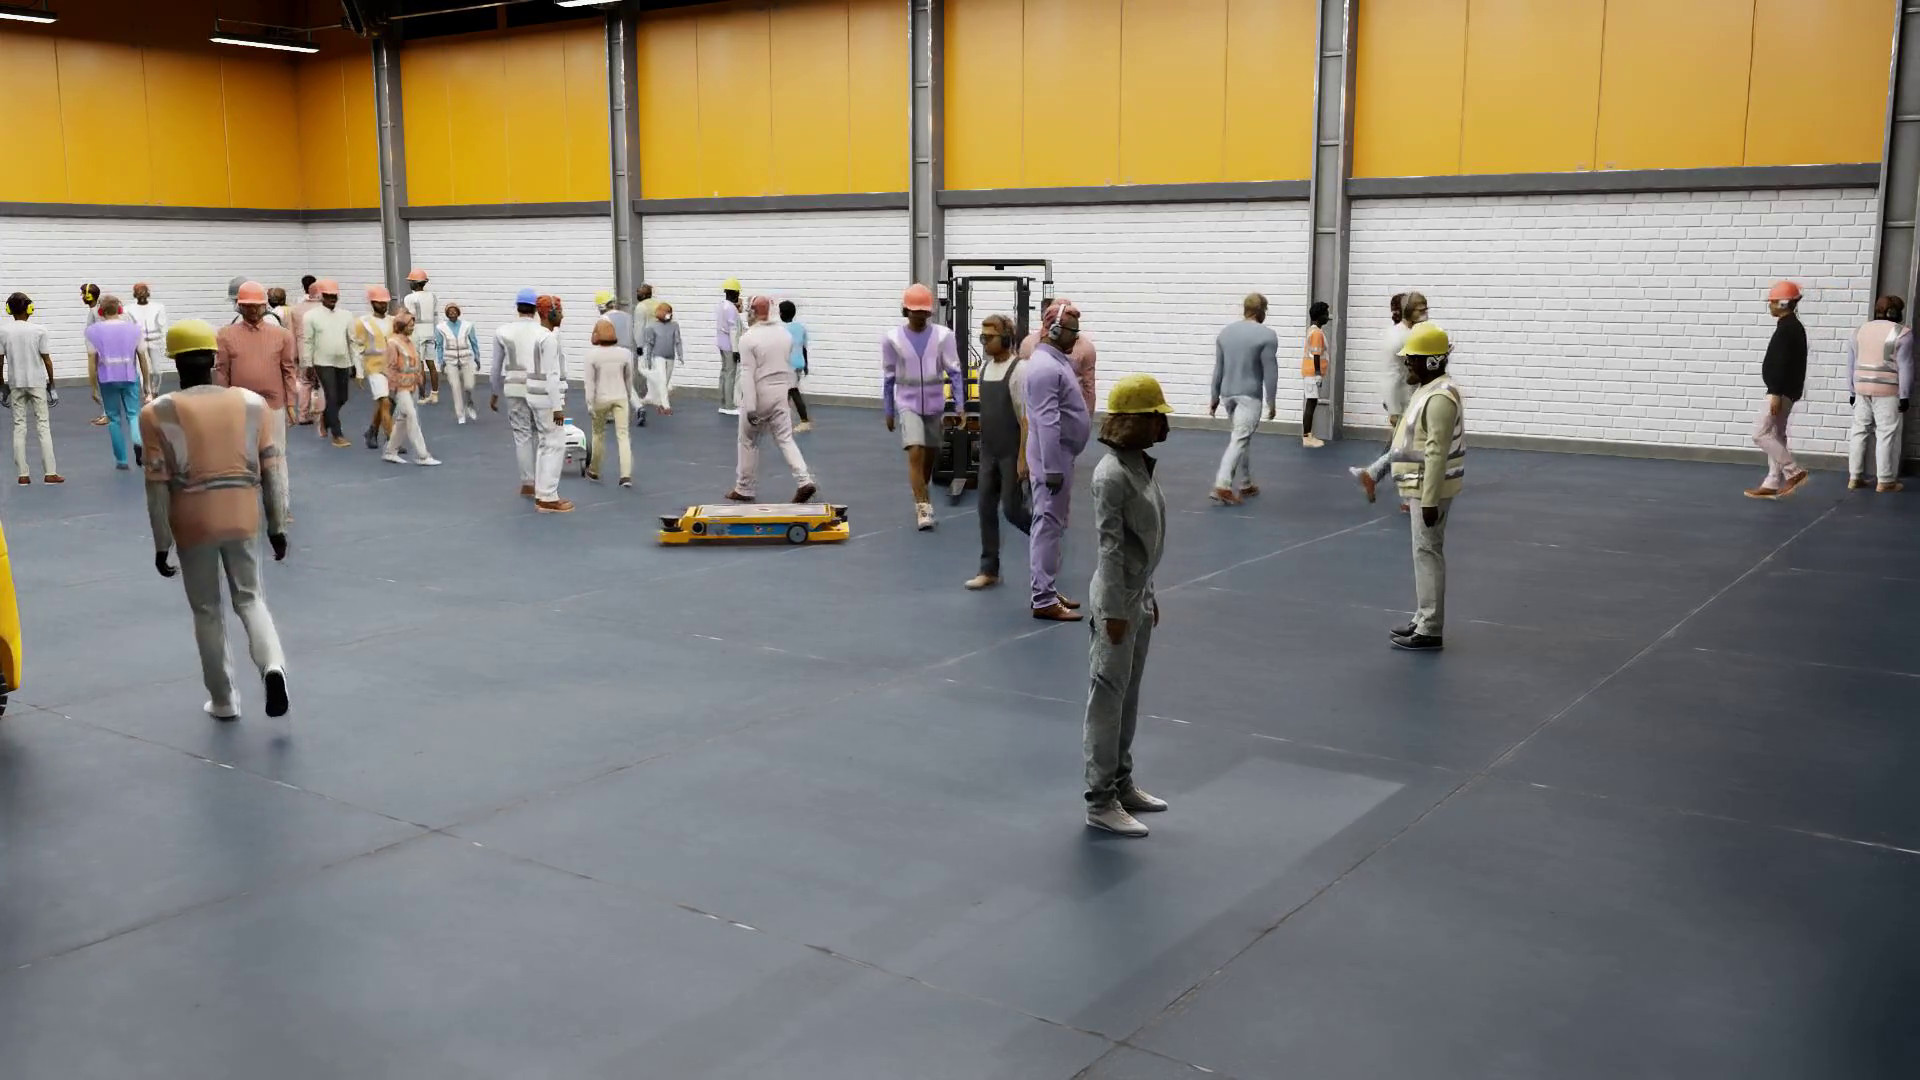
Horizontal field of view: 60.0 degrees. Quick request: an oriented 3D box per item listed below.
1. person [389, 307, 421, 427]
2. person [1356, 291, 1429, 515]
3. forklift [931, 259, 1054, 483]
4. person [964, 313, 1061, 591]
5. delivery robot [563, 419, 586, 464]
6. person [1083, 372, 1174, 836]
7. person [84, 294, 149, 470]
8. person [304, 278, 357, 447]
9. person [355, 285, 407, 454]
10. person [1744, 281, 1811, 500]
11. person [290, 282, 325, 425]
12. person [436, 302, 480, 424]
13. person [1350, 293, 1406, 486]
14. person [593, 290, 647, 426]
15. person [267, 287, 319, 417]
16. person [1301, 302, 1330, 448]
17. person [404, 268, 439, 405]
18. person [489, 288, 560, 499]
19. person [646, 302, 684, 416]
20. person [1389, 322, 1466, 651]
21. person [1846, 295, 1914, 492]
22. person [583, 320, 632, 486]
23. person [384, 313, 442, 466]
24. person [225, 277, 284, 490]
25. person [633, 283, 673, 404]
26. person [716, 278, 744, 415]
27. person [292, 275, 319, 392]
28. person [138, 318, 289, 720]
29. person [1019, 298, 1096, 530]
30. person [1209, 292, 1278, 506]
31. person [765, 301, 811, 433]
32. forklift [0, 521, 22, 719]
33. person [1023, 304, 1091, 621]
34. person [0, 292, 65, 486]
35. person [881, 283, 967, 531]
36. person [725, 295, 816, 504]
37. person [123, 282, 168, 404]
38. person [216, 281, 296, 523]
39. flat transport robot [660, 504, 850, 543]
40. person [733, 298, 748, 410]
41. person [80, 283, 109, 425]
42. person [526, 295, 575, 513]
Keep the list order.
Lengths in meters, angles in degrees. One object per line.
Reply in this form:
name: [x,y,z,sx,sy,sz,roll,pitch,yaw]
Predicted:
person: [-6.852,-2.053,20.381,0.510,1.606,0.751,-8,13,-40]
person: [3.748,-1.160,14.176,0.707,1.914,0.648,6,11,33]
forklift: [0.370,-1.738,16.759,1.214,2.155,2.313,1,10,3]
person: [0.335,-0.583,10.986,0.644,1.825,0.523,-9,13,-42]
delivery robot: [-3.986,-0.991,16.905,0.477,0.478,0.707,-3,10,-15]
person: [0.656,0.234,6.354,0.299,1.745,0.483,4,10,22]
person: [-8.635,-1.606,17.075,0.564,1.825,0.605,-7,12,-36]
person: [-7.438,-2.097,19.595,0.845,1.972,0.625,8,13,41]
person: [-6.580,-1.939,18.857,0.952,1.907,0.551,9,13,42]
person: [7.379,-1.329,14.950,0.453,1.982,0.653,6,11,33]
person: [-8.449,-2.432,21.851,0.658,1.889,0.402,2,10,13]
person: [-6.645,-2.344,22.049,0.542,1.621,0.397,-3,10,-18]
person: [4.197,-1.405,15.780,1.043,1.846,0.617,-1,10,-3]
person: [-4.453,-2.354,21.663,0.794,1.791,0.612,7,12,35]
person: [-9.081,-2.497,22.394,0.746,1.818,0.635,1,10,5]
person: [4.128,-1.919,19.335,0.320,1.694,0.532,2,10,11]
person: [-8.101,-3.049,25.002,0.361,2.048,0.611,5,11,28]
person: [-4.017,-1.358,15.341,0.629,1.899,0.872,-4,10,-24]
person: [-4.198,-2.569,23.517,0.488,1.589,0.842,-8,12,-38]
person: [2.592,-0.292,9.262,0.403,1.825,0.595,2,10,13]
person: [8.663,-1.376,15.662,0.430,1.841,0.624,-5,11,-26]
person: [-3.391,-1.320,16.052,0.495,1.588,0.870,-5,11,-26]
person: [-5.840,-1.587,17.597,0.708,1.608,0.537,1,10,7]
person: [-6.692,-1.499,15.789,0.704,2.000,0.536,8,12,39]
person: [-4.600,-2.935,24.973,0.608,1.833,0.651,3,10,17]
person: [-3.225,-2.723,23.418,0.382,1.924,0.594,-4,10,-24]
person: [-10.596,-3.348,27.088,0.615,1.941,0.758,3,10,16]
person: [-3.407,-0.065,7.654,0.612,1.903,0.640,-8,13,-40]
person: [0.802,-1.058,13.708,0.657,1.870,0.841,2,10,13]
person: [2.505,-1.267,14.890,0.943,1.893,0.652,-9,13,-44]
person: [-2.206,-2.186,21.011,0.875,1.644,0.553,6,11,34]
forklift: [-5.296,-0.090,6.943,1.214,2.155,2.313,7,12,35]
person: [0.588,-0.472,10.094,0.407,1.902,0.639,1,10,3]
person: [-8.989,-1.451,16.038,0.515,1.865,0.329,-2,10,-14]
person: [-0.314,-1.105,13.645,0.682,1.996,1.023,-1,10,-7]
person: [-1.691,-1.249,14.822,0.928,1.871,0.643,9,13,42]
person: [-11.983,-2.871,24.520,0.578,1.864,0.816,-5,11,-28]
person: [-5.771,-1.120,13.671,0.611,1.995,0.376,-4,10,-22]
flat transport robot: [-1.584,-0.138,12.948,1.431,0.197,0.652,-1,10,-5]
person: [-3.205,-2.658,23.875,0.308,1.644,0.514,-3,10,-19]
person: [-11.379,-2.446,21.957,0.325,1.865,0.516,-5,11,-26]
person: [-3.554,-1.173,14.356,0.353,1.870,0.593,-5,11,-26]
